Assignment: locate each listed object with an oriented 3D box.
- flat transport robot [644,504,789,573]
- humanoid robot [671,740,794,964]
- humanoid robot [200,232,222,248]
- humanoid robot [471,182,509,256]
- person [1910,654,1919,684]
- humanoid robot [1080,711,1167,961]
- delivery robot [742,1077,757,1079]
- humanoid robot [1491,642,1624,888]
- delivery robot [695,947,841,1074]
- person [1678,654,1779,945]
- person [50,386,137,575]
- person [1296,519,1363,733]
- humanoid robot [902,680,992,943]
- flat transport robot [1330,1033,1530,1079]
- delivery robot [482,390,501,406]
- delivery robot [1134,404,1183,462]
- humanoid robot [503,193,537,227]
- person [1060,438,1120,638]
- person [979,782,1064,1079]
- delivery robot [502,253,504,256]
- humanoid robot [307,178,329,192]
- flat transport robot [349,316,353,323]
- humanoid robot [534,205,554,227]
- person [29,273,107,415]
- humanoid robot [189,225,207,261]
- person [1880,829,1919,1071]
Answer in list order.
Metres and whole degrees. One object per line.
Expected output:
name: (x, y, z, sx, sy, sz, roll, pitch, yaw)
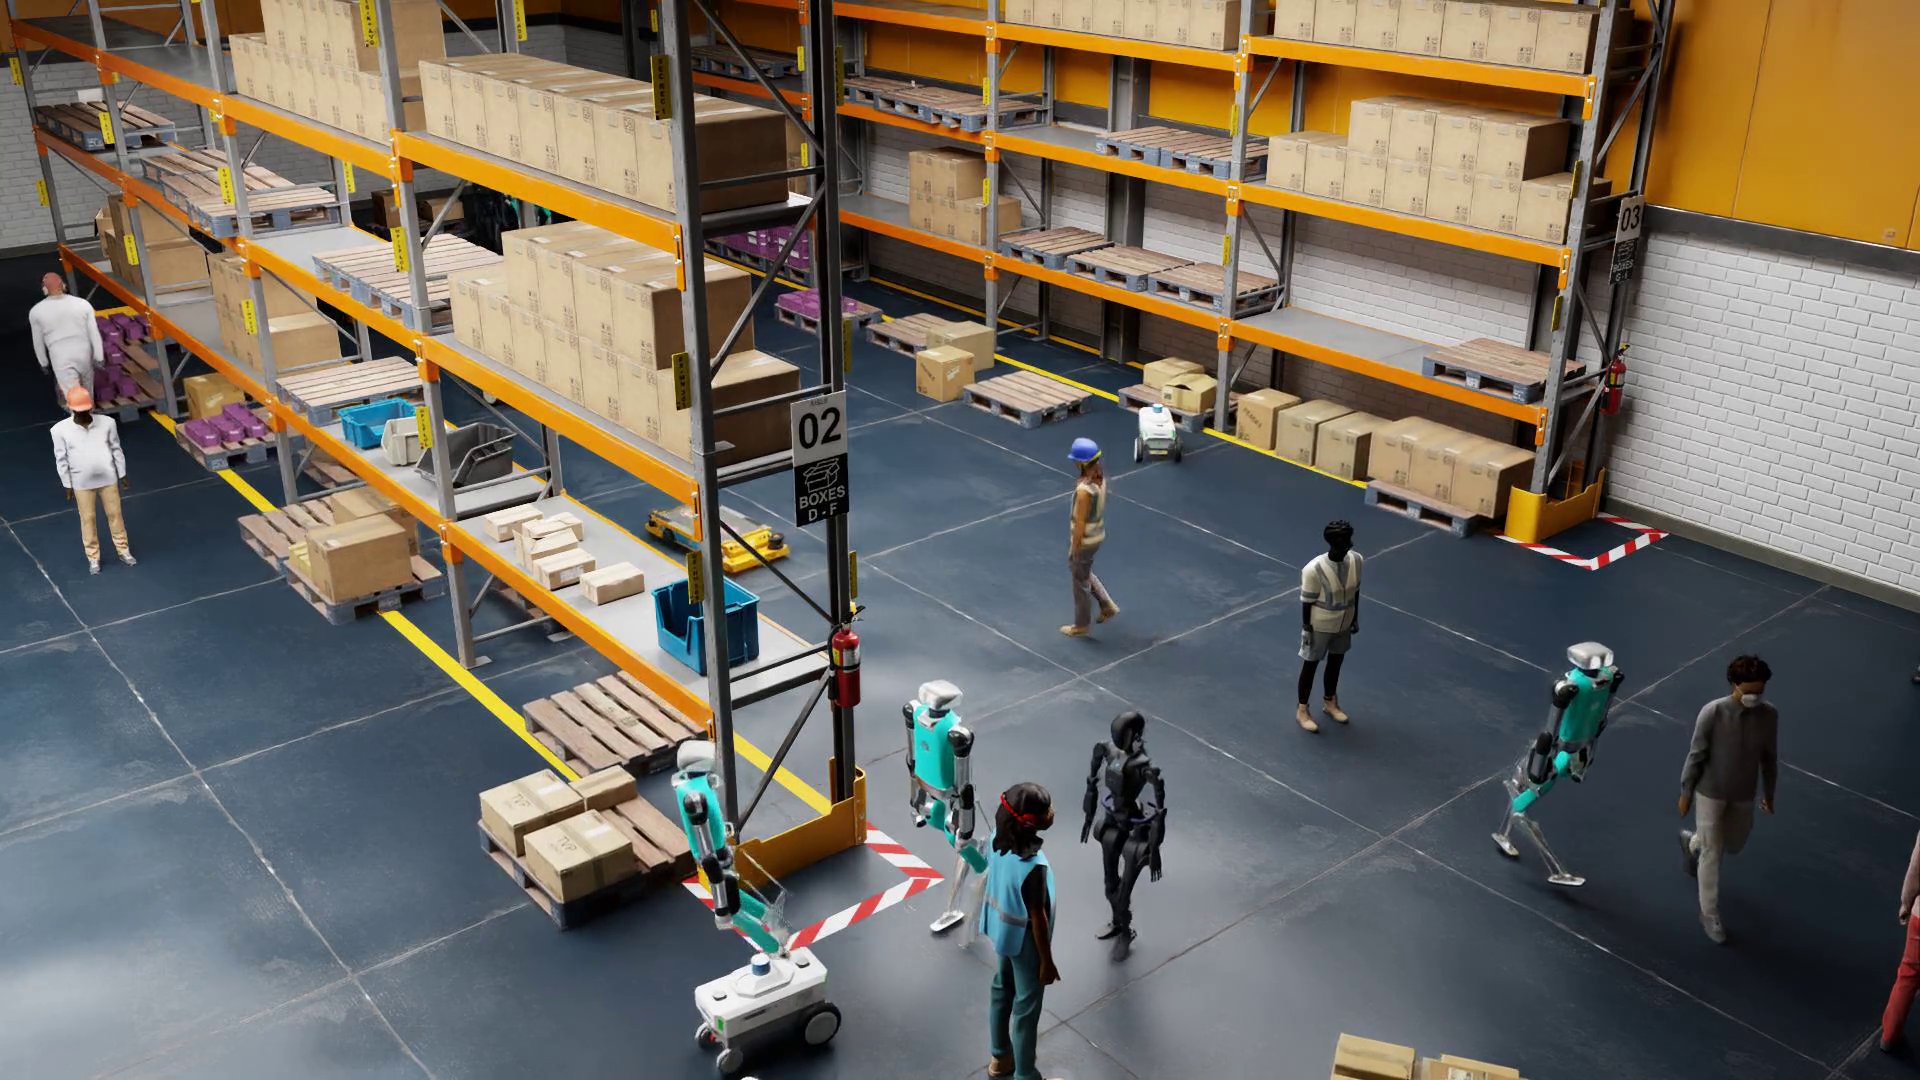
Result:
flat transport robot: (-2.324, -0.060, 15.781, 0.659, 0.231, 1.431, -21, 31, -39)
humanoid robot: (-1.199, 1.934, 9.354, 0.755, 1.800, 0.567, -5, 24, -10)
humanoid robot: (-11.588, -4.987, 25.501, 0.601, 1.651, 0.774, 14, 27, 30)
humanoid robot: (-7.120, -4.954, 25.344, 0.599, 1.637, 0.437, 9, 25, 20)
person: (7.814, 0.267, 12.939, 0.548, 1.927, 0.390, 13, 27, 28)
humanoid robot: (0.976, 1.722, 9.881, 0.611, 1.640, 0.422, 20, 30, 38)
delivery robot: (-1.154, 3.044, 8.243, 0.499, 0.601, 0.798, 13, 27, 27)
humanoid robot: (3.730, 1.361, 10.648, 0.530, 1.721, 1.027, -12, 26, -26)
delivery robot: (-1.082, 2.581, 9.308, 0.779, 0.597, 0.499, -15, 27, -30)
person: (4.667, 1.483, 10.182, 0.574, 1.871, 0.756, -1, 23, -3)
person: (-7.840, -0.560, 15.069, 0.560, 1.749, 0.329, -17, 29, -34)
person: (2.753, 0.623, 12.408, 0.532, 1.691, 0.319, -11, 26, -25)
humanoid robot: (0.020, 1.624, 10.068, 0.661, 1.823, 0.539, -20, 30, -39)
flat transport robot: (2.172, 3.195, 8.245, 1.431, 0.231, 0.659, 8, 25, 17)
delivery robot: (-5.240, -1.841, 19.571, 0.786, 0.614, 0.523, 12, 26, 25)
delivery robot: (2.143, -1.153, 17.977, 0.525, 0.614, 0.785, 0, 23, 0)
humanoid robot: (-6.970, -5.435, 26.467, 0.546, 1.834, 0.786, -13, 26, -27)
person: (1.047, -0.001, 13.765, 0.410, 1.762, 0.475, 8, 24, 17)
person: (0.318, 2.107, 8.747, 0.395, 1.868, 0.529, -11, 26, -24)
delivery robot: (-6.775, -4.576, 25.899, 0.781, 0.610, 0.517, -2, 23, -5)
humanoid robot: (-8.757, -4.196, 23.544, 0.755, 1.829, 0.545, 3, 23, 6)
flat transport robot: (-7.588, -3.121, 22.870, 1.431, 0.231, 0.659, 4, 24, 10)
humanoid robot: (-6.743, -5.517, 26.505, 0.530, 1.745, 0.697, 7, 24, 16)
person: (-9.808, -2.022, 18.338, 0.654, 1.835, 1.065, -16, 28, -32)
humanoid robot: (-10.873, -4.009, 23.171, 0.657, 1.639, 0.615, 9, 25, 21)
person: (5.362, 2.064, 9.000, 0.373, 1.752, 0.518, -17, 29, -34)
